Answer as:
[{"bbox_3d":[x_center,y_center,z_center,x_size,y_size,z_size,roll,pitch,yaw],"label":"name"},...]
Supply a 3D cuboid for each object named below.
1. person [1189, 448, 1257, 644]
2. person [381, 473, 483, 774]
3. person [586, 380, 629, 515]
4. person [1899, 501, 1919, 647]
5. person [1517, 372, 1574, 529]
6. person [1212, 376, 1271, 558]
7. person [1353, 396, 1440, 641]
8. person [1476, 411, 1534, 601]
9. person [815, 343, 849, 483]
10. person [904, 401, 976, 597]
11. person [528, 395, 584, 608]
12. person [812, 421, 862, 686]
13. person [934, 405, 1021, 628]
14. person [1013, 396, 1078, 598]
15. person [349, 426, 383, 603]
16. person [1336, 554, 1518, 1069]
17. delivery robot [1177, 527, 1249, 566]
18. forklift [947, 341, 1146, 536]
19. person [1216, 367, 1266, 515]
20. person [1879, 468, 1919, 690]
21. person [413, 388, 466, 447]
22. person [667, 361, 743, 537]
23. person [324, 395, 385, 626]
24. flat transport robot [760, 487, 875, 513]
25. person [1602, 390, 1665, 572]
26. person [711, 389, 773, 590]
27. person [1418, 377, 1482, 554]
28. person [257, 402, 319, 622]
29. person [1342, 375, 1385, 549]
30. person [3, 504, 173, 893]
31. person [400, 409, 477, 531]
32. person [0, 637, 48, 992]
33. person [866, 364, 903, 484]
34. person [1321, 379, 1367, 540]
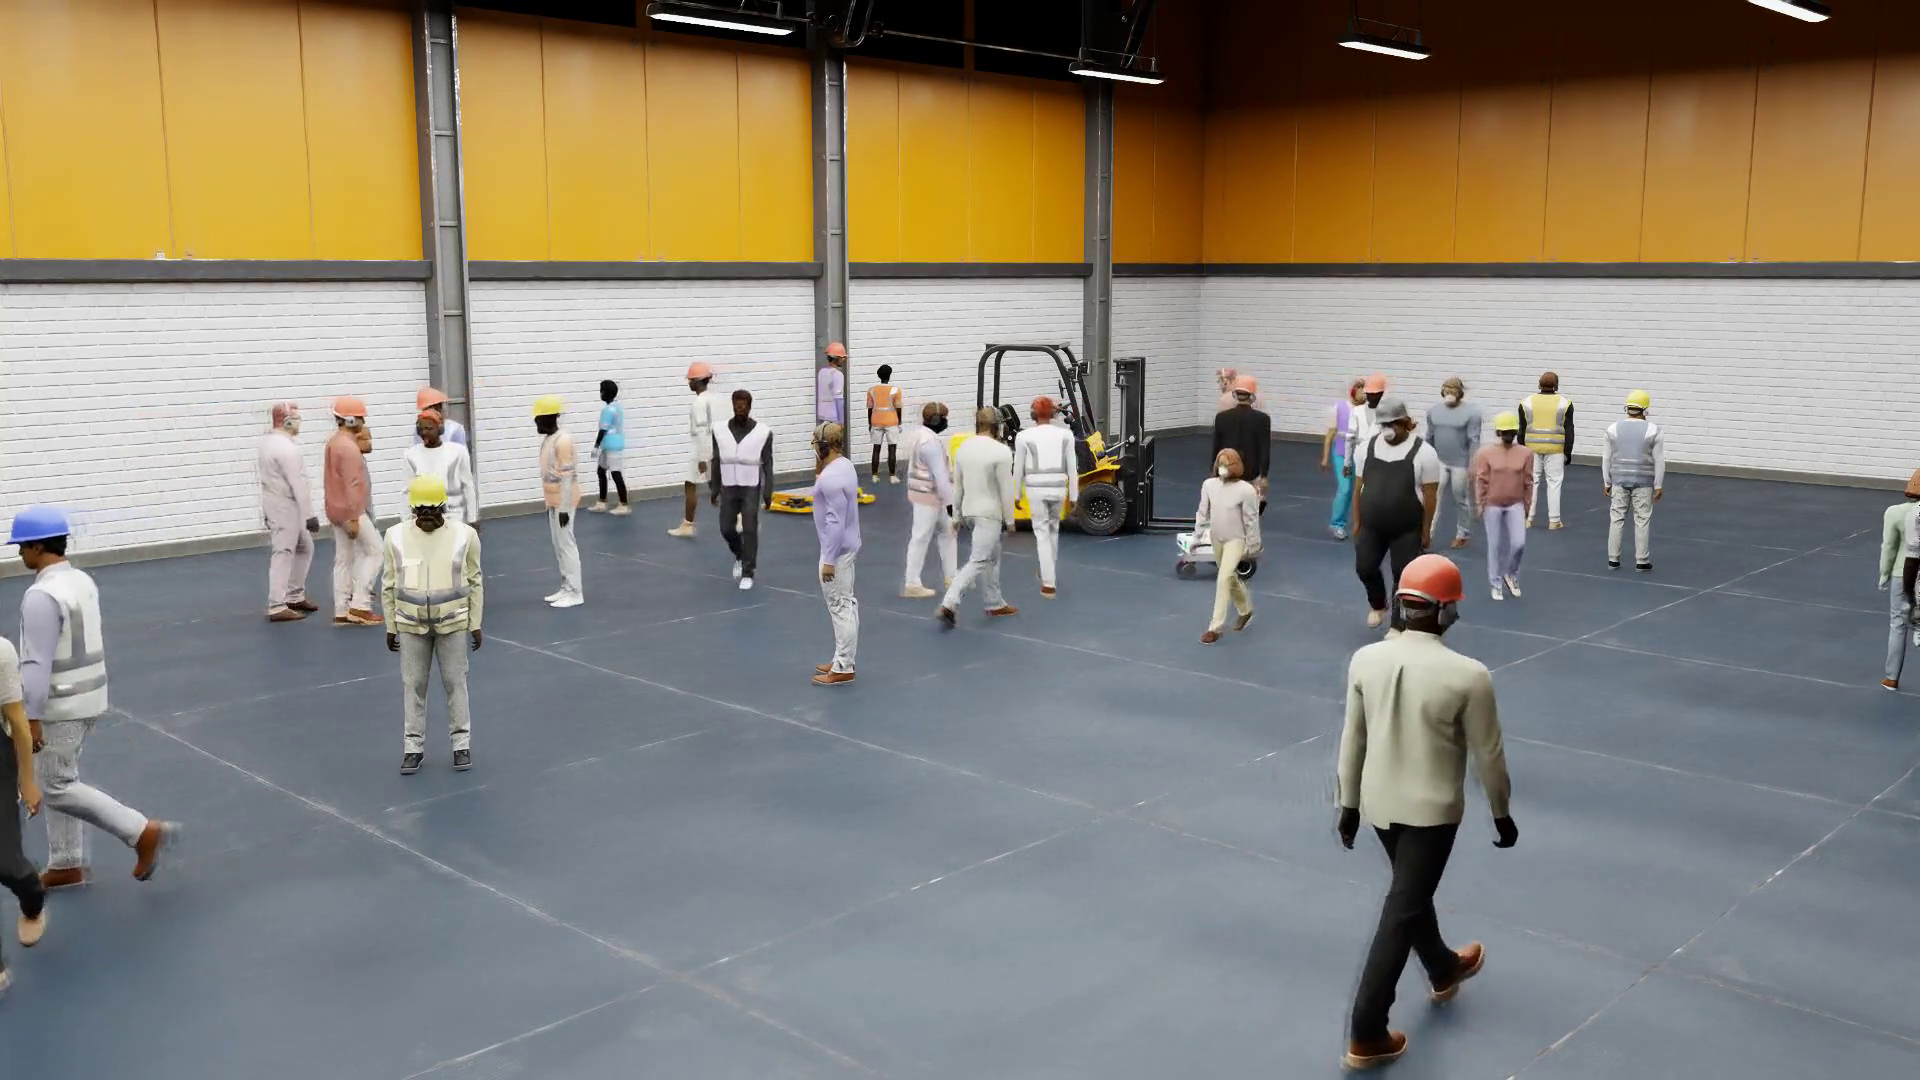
[{"bbox_3d":[2.233,0.016,13.700,0.866,1.591,0.498,-9,13,-43],"label":"person"},{"bbox_3d":[-3.178,0.499,10.032,0.586,1.823,0.403,-2,9,-12],"label":"person"},{"bbox_3d":[-4.399,-1.128,20.467,0.668,1.674,0.543,-1,9,-3],"label":"person"},{"bbox_3d":[6.283,0.358,10.517,0.634,1.943,0.532,2,9,10],"label":"person"},{"bbox_3d":[6.836,-1.044,19.432,0.636,1.842,0.429,4,10,26],"label":"person"},{"bbox_3d":[2.904,-0.722,17.163,0.641,1.939,1.017,4,10,25],"label":"person"},{"bbox_3d":[3.510,-0.175,13.496,0.699,2.000,0.560,6,11,32],"label":"person"},{"bbox_3d":[4.973,-0.307,15.202,0.521,1.752,0.373,1,9,9],"label":"person"},{"bbox_3d":[-1.739,-1.700,22.913,0.446,2.030,0.623,-6,11,-31],"label":"person"},{"bbox_3d":[-0.158,-0.365,15.362,0.815,1.808,0.638,0,9,-3],"label":"person"},{"bbox_3d":[-3.646,-0.350,14.986,0.434,1.911,0.586,-5,11,-28],"label":"person"},{"bbox_3d":[-0.912,0.100,12.138,0.376,1.936,0.627,1,9,4],"label":"person"},{"bbox_3d":[0.140,-0.195,14.126,0.982,1.897,0.631,-7,12,-37],"label":"person"},{"bbox_3d":[0.759,-0.422,15.587,0.575,1.849,0.859,-3,10,-17],"label":"person"},{"bbox_3d":[-5.440,-0.227,15.117,0.390,1.622,0.516,-4,10,-21],"label":"person"},{"bbox_3d":[1.845,1.017,6.502,1.044,1.930,0.620,-7,12,-36],"label":"person"},{"bbox_3d":[2.506,0.049,16.378,0.707,0.478,0.477,-1,9,-5],"label":"delivery robot"},{"bbox_3d":[0.977,-1.223,19.452,2.313,2.155,1.214,2,9,11],"label":"forklift"},{"bbox_3d":[3.302,-1.109,19.716,0.523,1.874,0.719,9,13,43],"label":"person"},{"bbox_3d":[6.870,0.284,11.926,0.499,1.634,0.278,5,11,28],"label":"person"},{"bbox_3d":[-5.098,-0.582,16.505,0.568,1.894,0.943,2,9,12],"label":"person"},{"bbox_3d":[-2.813,-1.012,18.753,0.970,2.010,0.621,2,9,10],"label":"person"},{"bbox_3d":[-5.120,-0.238,14.101,0.517,1.978,0.617,-7,12,-38],"label":"person"},{"bbox_3d":[-1.800,-0.537,21.129,0.652,0.197,1.431,7,12,38],"label":"flat transport robot"},{"bbox_3d":[6.752,-0.590,16.677,0.590,1.833,0.404,6,11,35],"label":"person"},{"bbox_3d":[-2.073,-0.495,15.869,0.618,1.905,0.489,1,9,8],"label":"person"},{"bbox_3d":[5.219,-0.789,17.755,0.640,1.876,1.040,8,12,39],"label":"person"},{"bbox_3d":[-5.759,-0.240,14.383,0.630,1.888,0.665,-6,11,-33],"label":"person"},{"bbox_3d":[4.546,-0.882,18.334,0.551,1.898,0.974,6,11,34],"label":"person"},{"bbox_3d":[-4.243,0.778,8.019,0.655,1.921,0.616,-2,9,-13],"label":"person"},{"bbox_3d":[-4.423,-0.164,13.995,0.603,1.849,0.787,0,9,2],"label":"person"},{"bbox_3d":[-4.120,0.998,6.976,0.552,1.823,0.614,-2,9,-10],"label":"person"},{"bbox_3d":[-1.060,-1.626,23.468,0.535,1.694,0.318,3,10,18],"label":"person"},{"bbox_3d":[4.392,-0.903,18.669,0.616,1.808,0.593,-4,10,-22],"label":"person"}]
